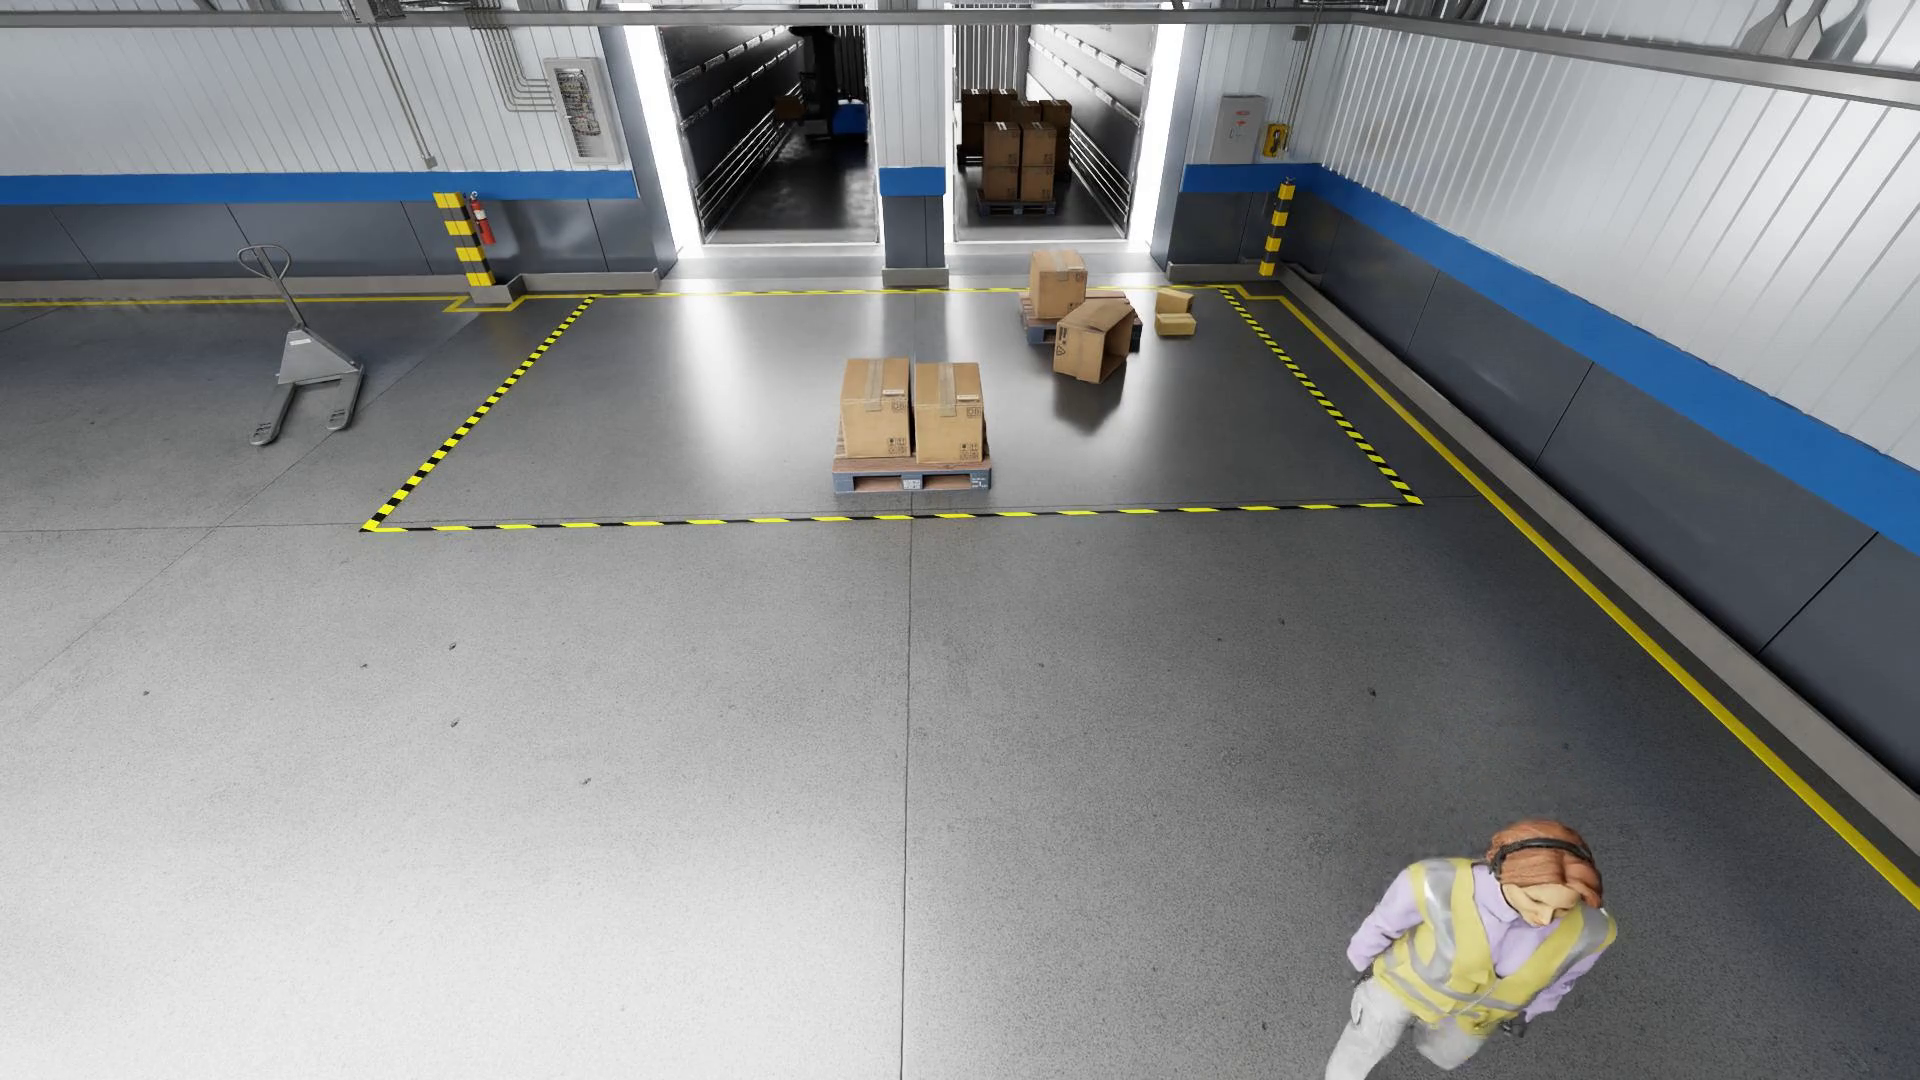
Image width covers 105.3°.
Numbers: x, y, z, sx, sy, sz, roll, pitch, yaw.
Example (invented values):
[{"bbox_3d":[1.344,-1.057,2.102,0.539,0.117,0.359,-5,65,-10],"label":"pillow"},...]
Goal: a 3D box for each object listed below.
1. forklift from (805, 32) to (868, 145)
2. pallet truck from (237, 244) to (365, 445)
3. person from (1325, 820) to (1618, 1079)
[{"bbox_3d":[-2.547,-9.680,15.736,0.776,2.013,0.716,-8,39,-10],"label":"forklift"},{"bbox_3d":[-5.915,-1.733,6.366,0.680,1.201,1.601,-18,42,-21],"label":"pallet truck"},{"bbox_3d":[1.440,1.286,2.245,0.514,1.622,0.642,9,39,11],"label":"person"}]
